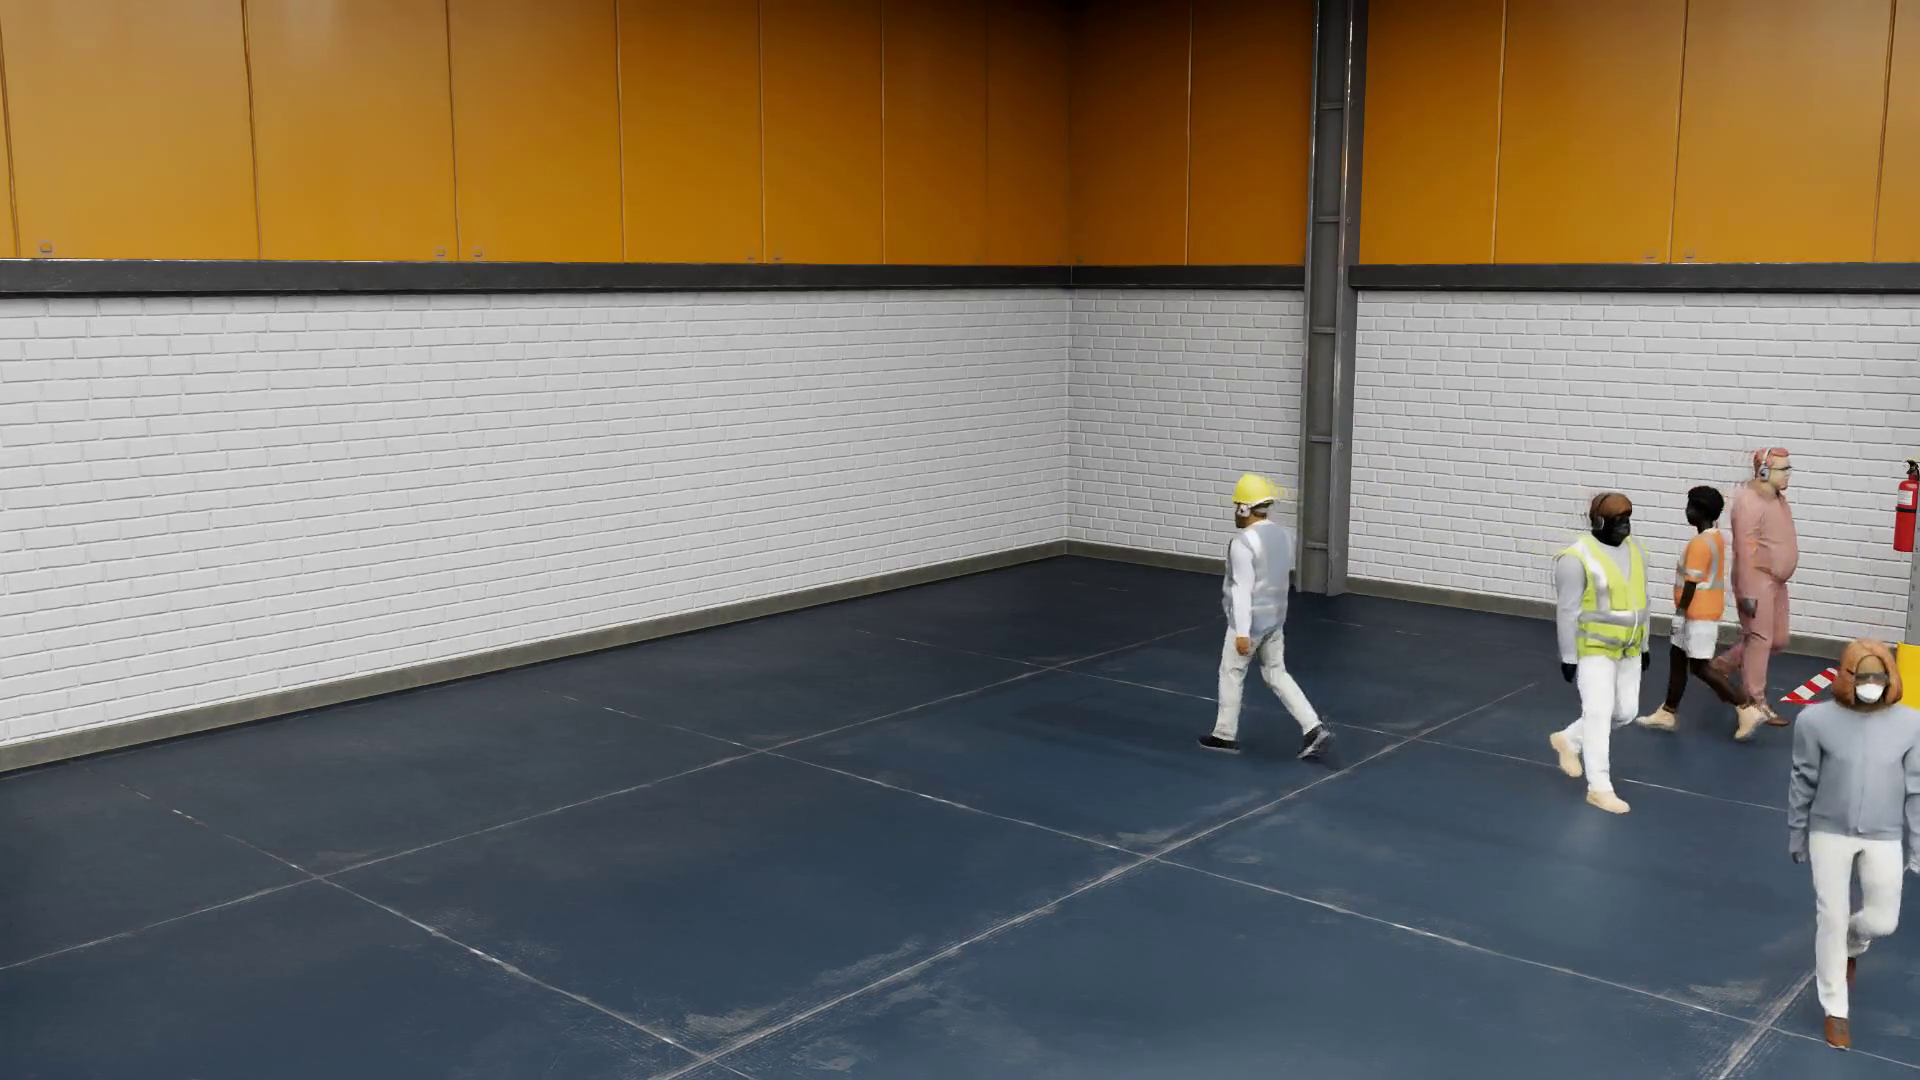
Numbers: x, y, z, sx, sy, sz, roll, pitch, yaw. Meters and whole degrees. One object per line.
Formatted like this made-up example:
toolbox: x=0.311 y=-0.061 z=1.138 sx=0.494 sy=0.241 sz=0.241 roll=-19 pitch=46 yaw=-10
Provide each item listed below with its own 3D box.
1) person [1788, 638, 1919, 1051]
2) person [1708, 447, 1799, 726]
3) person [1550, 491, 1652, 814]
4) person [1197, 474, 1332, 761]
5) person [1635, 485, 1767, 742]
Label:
person: x=3.585 y=1.171 z=6.667 sx=0.513 sy=1.616 sz=0.586 roll=3 pitch=10 yaw=18
person: x=5.396 y=0.299 z=11.313 sx=0.649 sy=1.890 sz=0.564 roll=-9 pitch=13 yaw=-44
person: x=3.673 y=0.611 z=9.579 sx=0.638 sy=1.824 sz=0.636 roll=-4 pitch=10 yaw=-26
person: x=1.926 y=0.494 z=10.392 sx=0.841 sy=1.804 sz=0.604 roll=8 pitch=12 yaw=42
person: x=4.883 y=0.478 z=10.855 sx=0.761 sy=1.673 sz=0.531 roll=5 pitch=10 yaw=29
